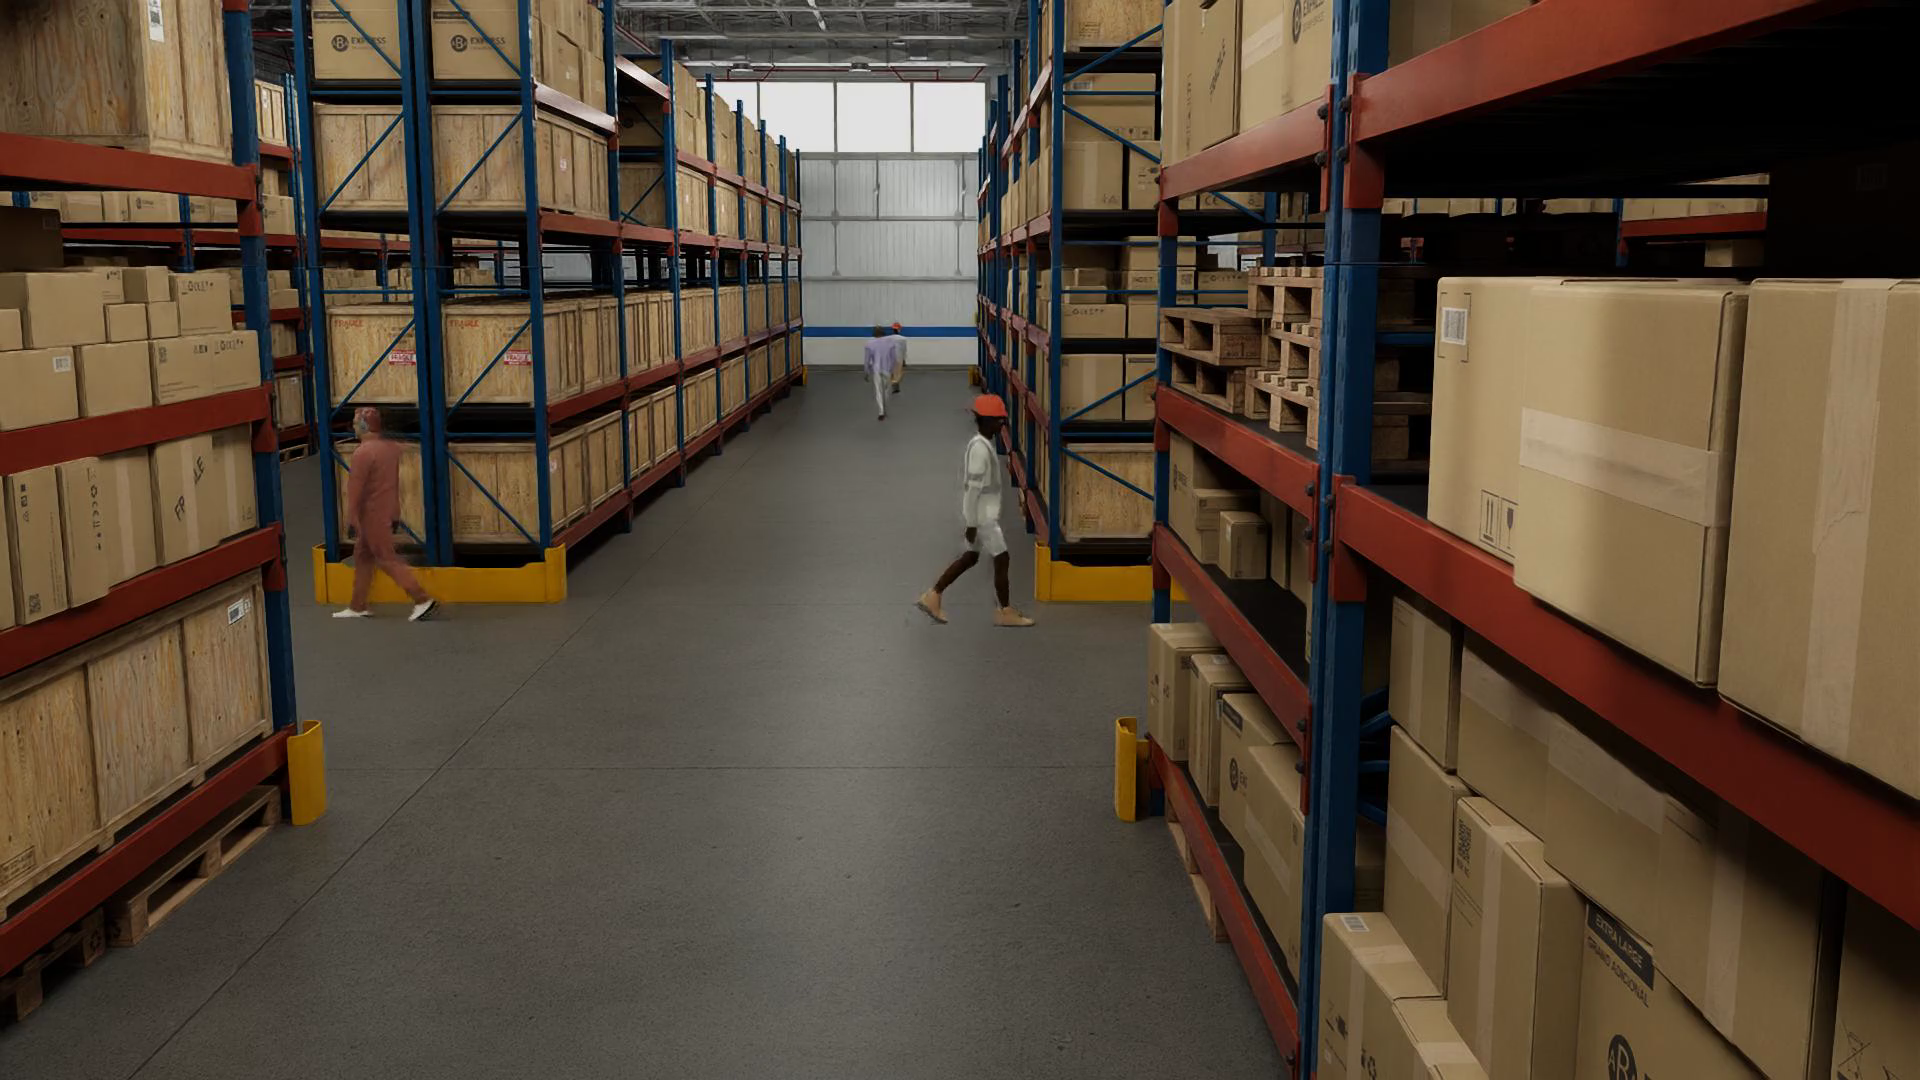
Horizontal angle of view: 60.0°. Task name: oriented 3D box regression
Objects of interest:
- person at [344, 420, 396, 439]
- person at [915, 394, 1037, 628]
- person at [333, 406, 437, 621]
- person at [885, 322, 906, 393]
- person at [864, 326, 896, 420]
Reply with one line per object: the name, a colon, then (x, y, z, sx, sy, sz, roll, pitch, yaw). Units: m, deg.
person: (-7.793, -1.475, 21.936, 0.649, 1.886, 0.704, -1, 9, -7)
person: (0.113, -0.240, 14.042, 0.999, 2.007, 0.621, 0, 9, 2)
person: (-4.984, -0.218, 14.307, 0.933, 1.874, 0.651, 0, 9, 1)
person: (-1.560, -4.434, 40.538, 0.569, 1.739, 0.403, 3, 10, 19)
person: (-1.621, -3.375, 33.631, 0.644, 1.878, 1.003, -2, 10, -14)
